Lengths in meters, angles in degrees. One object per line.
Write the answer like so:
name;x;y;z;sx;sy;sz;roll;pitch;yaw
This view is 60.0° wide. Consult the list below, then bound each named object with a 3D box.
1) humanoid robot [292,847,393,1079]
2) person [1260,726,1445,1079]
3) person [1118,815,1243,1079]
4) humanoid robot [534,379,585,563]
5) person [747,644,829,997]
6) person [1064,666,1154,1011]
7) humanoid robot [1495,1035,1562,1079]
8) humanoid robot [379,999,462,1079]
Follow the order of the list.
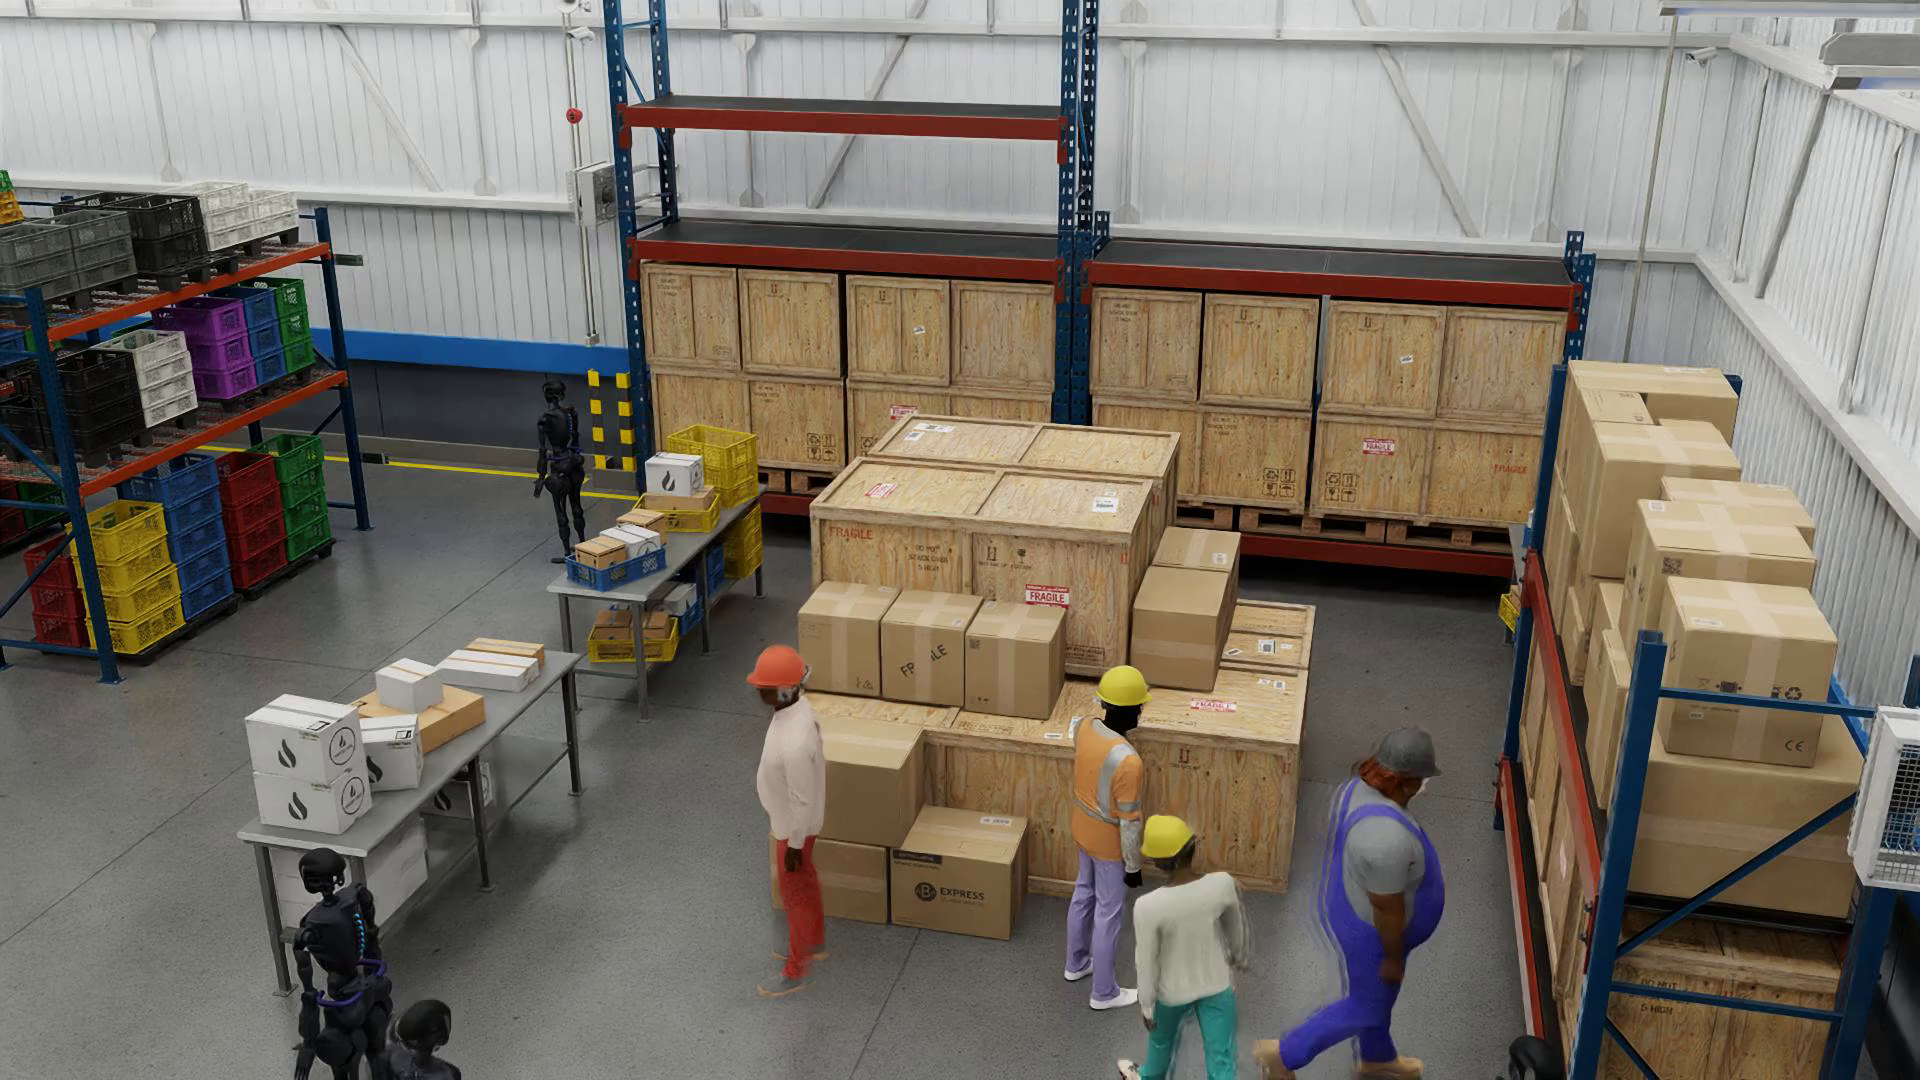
humanoid robot;-2.760;2.125;7.495;0.320;1.657;0.611;5;22;14
person;1.895;1.773;7.928;0.789;2.000;0.712;1;21;2
person;1.072;2.046;7.676;0.626;1.697;0.888;-5;22;-14
humanoid robot;-3.519;-0.618;14.672;0.331;1.657;0.586;8;23;21
person;-0.906;1.467;8.807;0.399;1.995;0.616;-3;21;-8
person;0.790;1.543;8.709;0.405;1.918;0.582;-9;23;-23
humanoid robot;2.078;2.580;6.306;0.320;1.656;0.611;18;27;39
humanoid robot;-2.081;2.516;6.561;0.571;1.625;0.785;10;23;24
